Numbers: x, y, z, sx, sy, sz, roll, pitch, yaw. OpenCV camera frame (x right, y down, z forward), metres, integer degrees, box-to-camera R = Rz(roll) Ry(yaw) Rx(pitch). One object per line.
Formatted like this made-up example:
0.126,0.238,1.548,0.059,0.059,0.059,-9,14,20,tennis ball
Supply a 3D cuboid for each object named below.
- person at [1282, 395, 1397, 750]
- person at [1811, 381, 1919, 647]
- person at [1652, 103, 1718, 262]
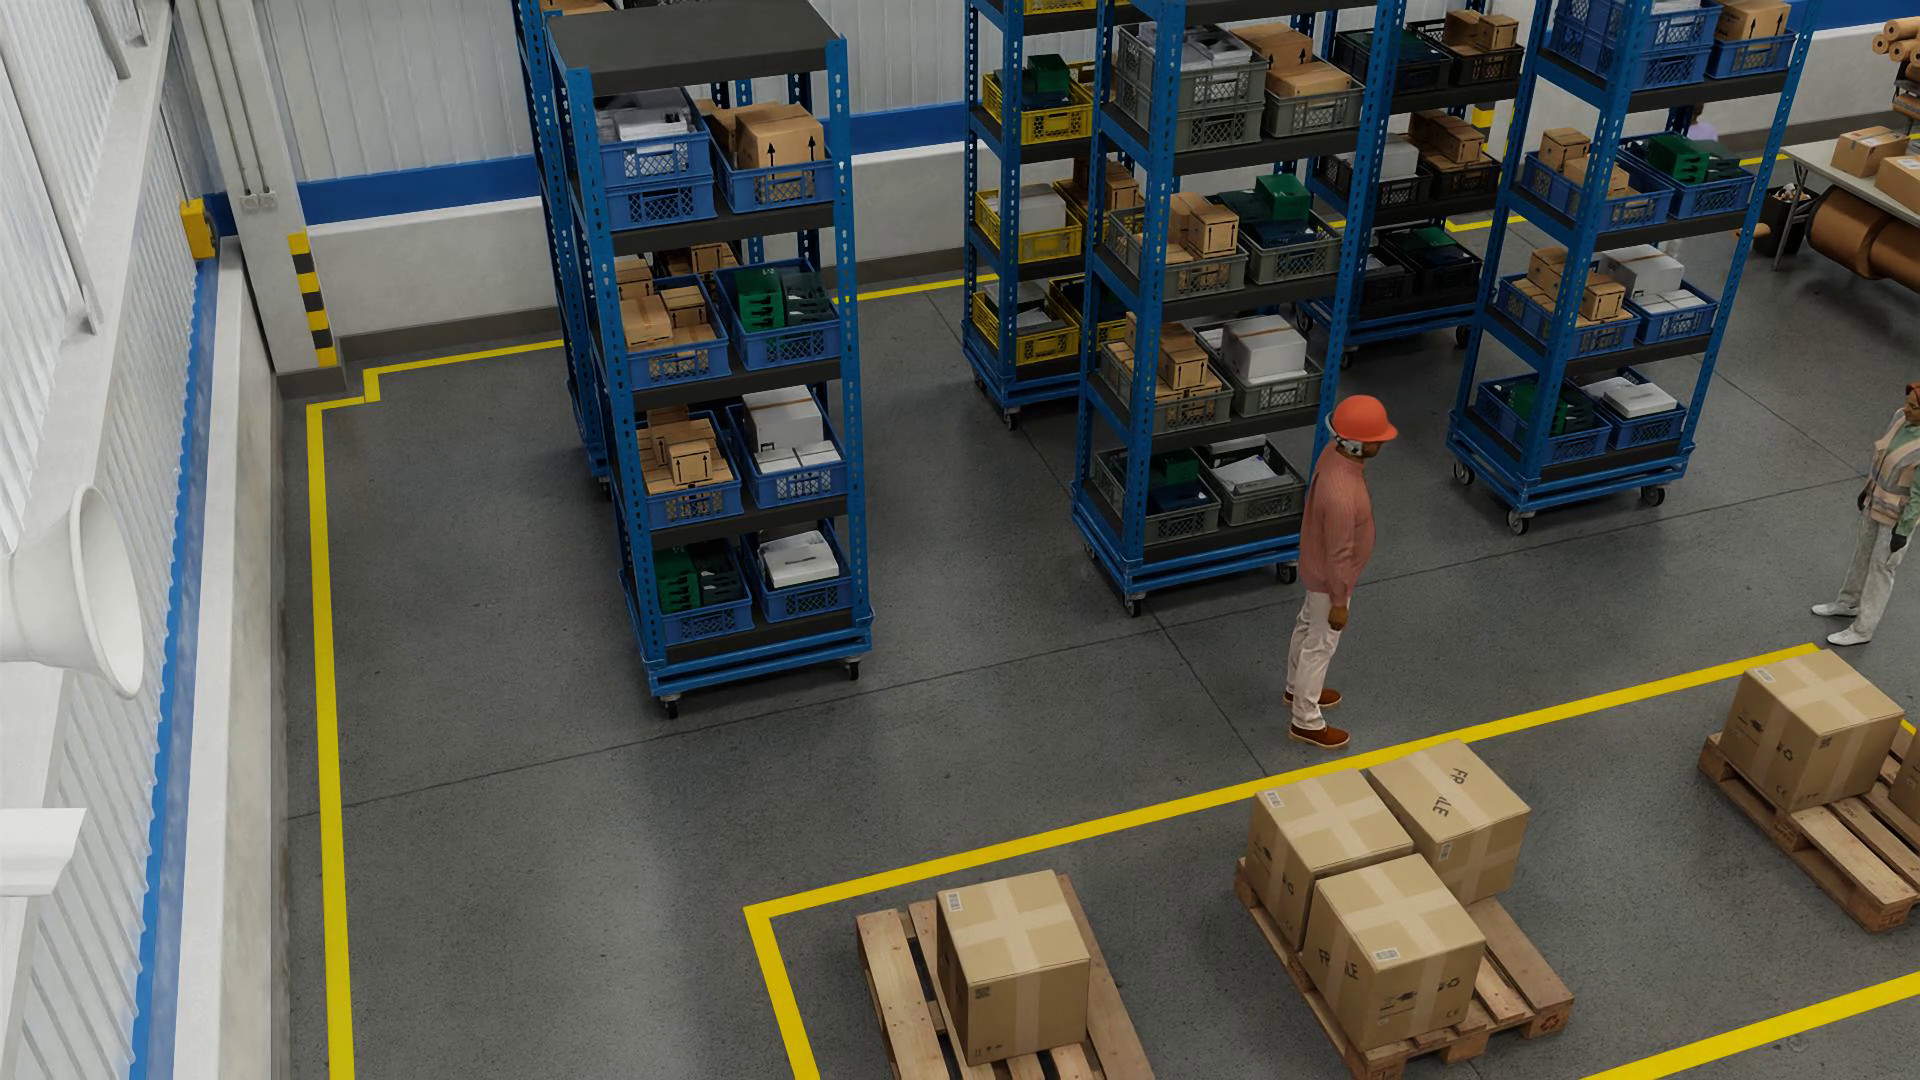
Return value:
1.873,0.152,8.332,0.376,1.995,0.612,3,35,4,person
5.073,-0.153,9.076,0.313,1.633,0.514,2,35,3,person
5.005,-2.294,11.851,0.630,1.935,0.369,-22,41,-28,person
